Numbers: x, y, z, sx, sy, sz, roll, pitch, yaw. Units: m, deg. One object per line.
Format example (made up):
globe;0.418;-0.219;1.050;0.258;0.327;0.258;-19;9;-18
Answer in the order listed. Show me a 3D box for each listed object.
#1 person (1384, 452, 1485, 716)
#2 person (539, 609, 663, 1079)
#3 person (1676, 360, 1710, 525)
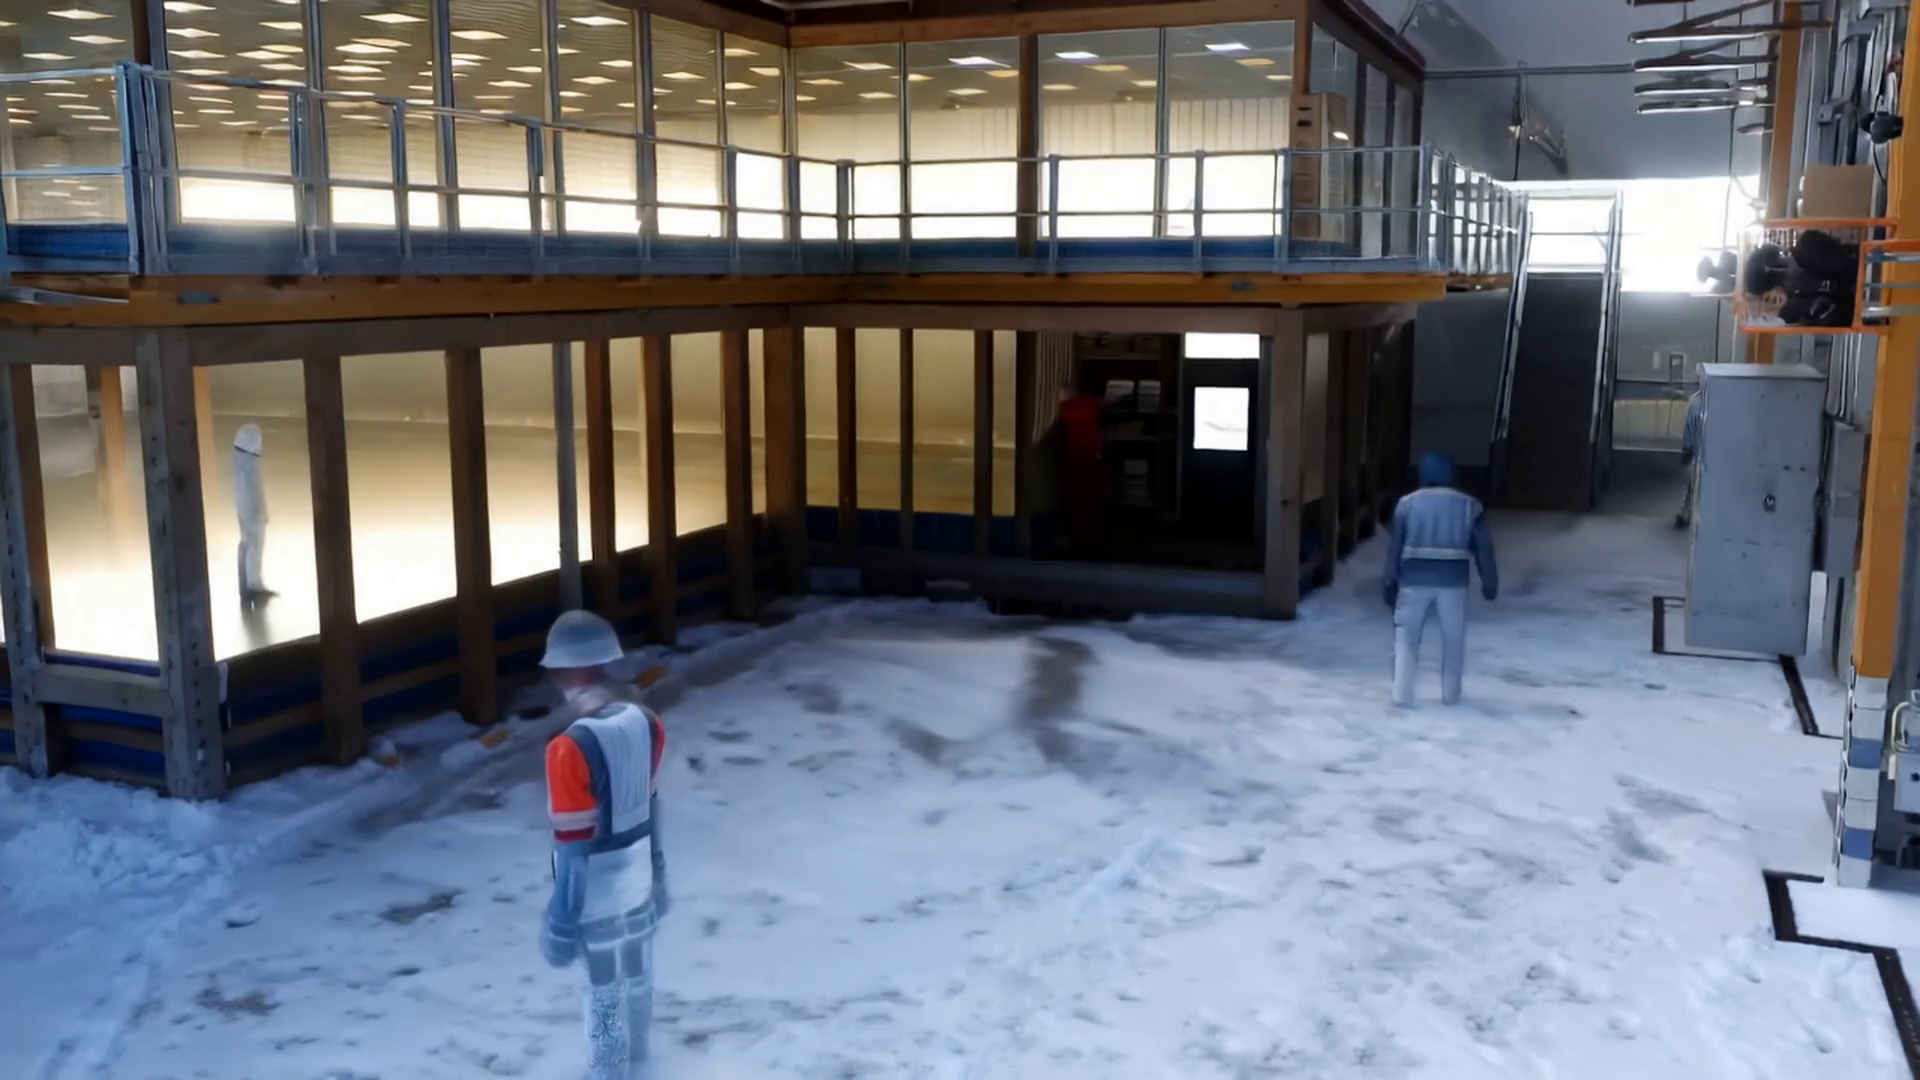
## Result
person;3.242;0.314;11.377;0.643;1.837;0.444;0;9;-3
person;-1.236;1.189;5.642;0.374;1.933;0.552;4;10;22
person;8.922;-1.163;20.014;0.608;1.987;0.405;-5;10;-27
